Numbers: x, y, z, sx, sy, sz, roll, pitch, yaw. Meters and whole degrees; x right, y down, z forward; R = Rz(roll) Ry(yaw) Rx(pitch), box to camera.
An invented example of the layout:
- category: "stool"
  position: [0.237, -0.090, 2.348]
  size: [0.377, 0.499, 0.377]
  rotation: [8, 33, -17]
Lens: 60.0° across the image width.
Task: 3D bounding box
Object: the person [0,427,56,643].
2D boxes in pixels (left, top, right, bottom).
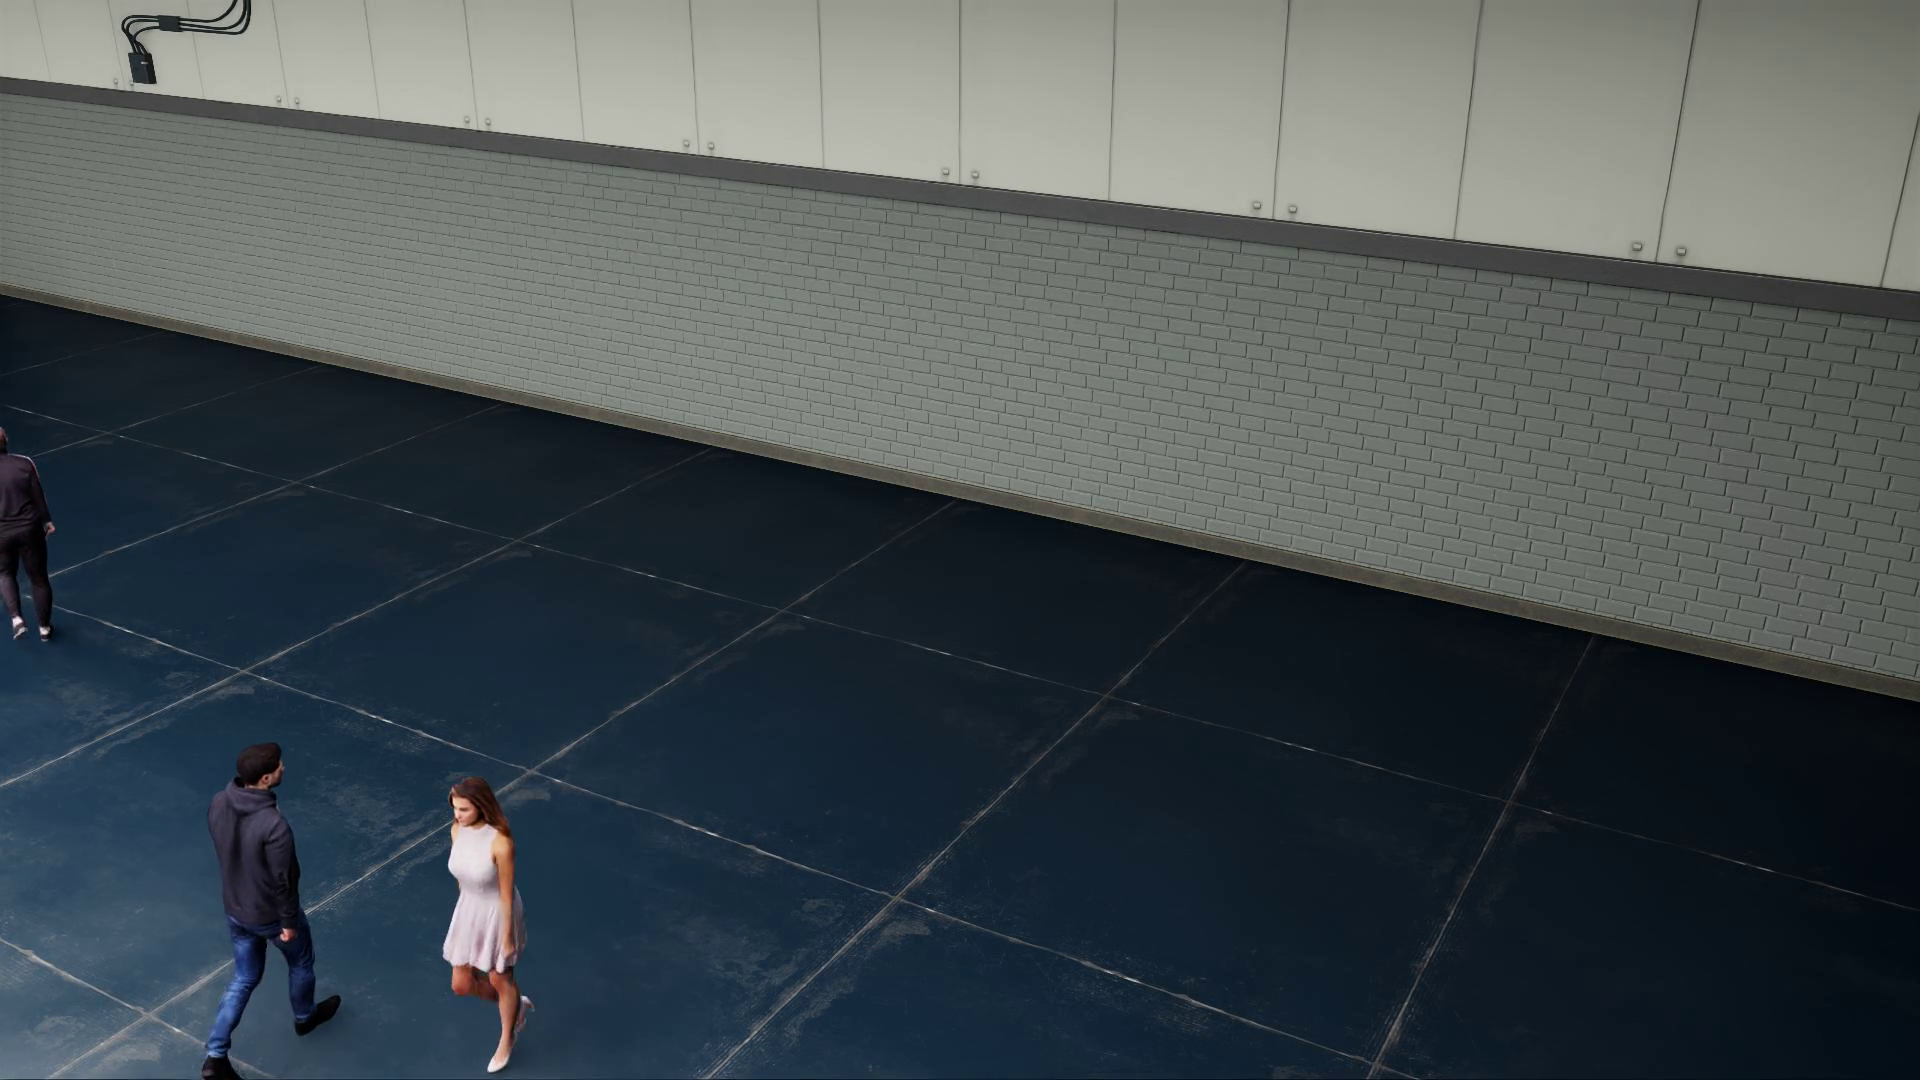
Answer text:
- category: "person"
  position: [-7.391, -0.008, 13.045]
  size: [0.828, 1.824, 0.902]
  rotation: [-12, 26, -25]

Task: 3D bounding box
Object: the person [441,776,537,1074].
- category: "person"
  position: [-2.353, 1.941, 8.546]
  size: [0.577, 1.758, 0.698]
  rotation: [11, 26, 25]

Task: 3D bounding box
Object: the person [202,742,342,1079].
- category: "person"
  position: [-3.629, 1.926, 8.465]
  size: [0.775, 1.849, 1.185]
  rotation: [8, 24, 19]
